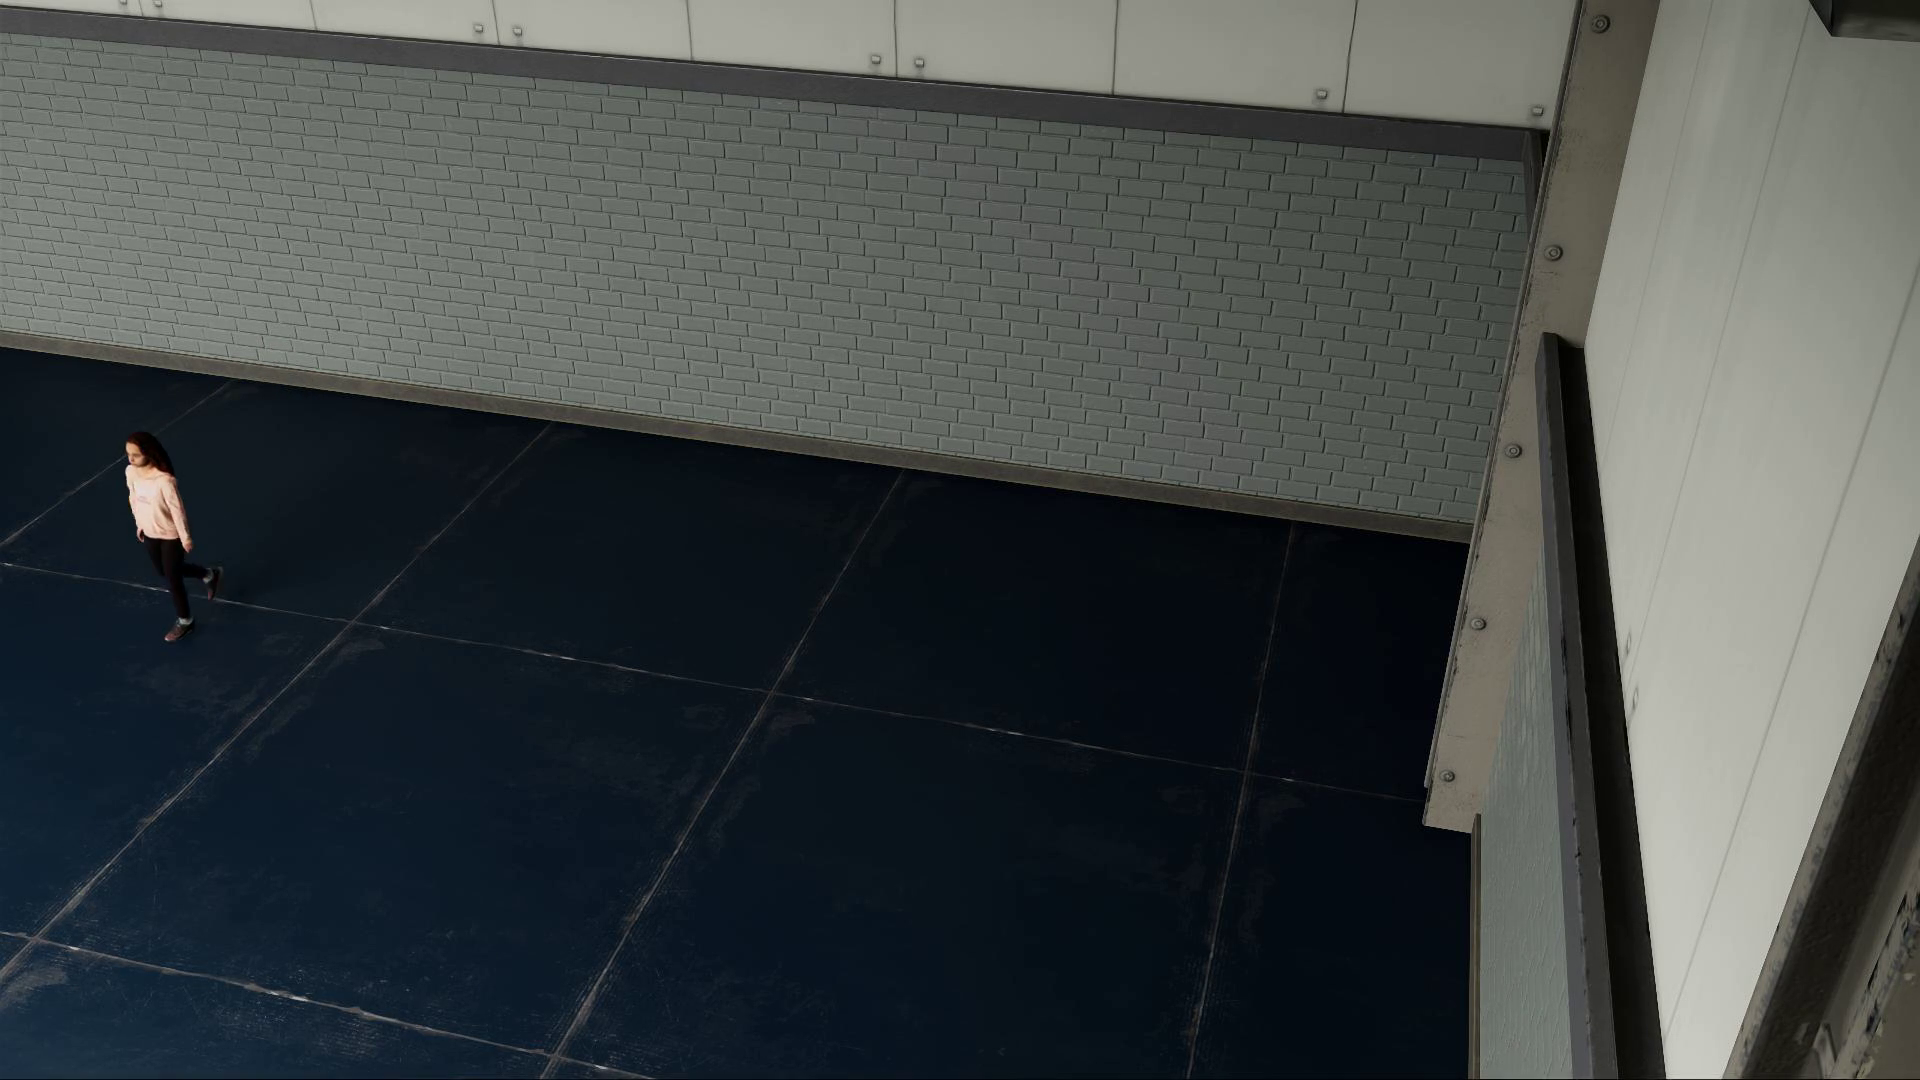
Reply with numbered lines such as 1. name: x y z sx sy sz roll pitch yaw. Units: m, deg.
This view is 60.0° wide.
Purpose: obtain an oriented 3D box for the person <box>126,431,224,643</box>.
1. person: -5.125 -0.077 10.811 0.680 1.467 0.876 15 35 23
